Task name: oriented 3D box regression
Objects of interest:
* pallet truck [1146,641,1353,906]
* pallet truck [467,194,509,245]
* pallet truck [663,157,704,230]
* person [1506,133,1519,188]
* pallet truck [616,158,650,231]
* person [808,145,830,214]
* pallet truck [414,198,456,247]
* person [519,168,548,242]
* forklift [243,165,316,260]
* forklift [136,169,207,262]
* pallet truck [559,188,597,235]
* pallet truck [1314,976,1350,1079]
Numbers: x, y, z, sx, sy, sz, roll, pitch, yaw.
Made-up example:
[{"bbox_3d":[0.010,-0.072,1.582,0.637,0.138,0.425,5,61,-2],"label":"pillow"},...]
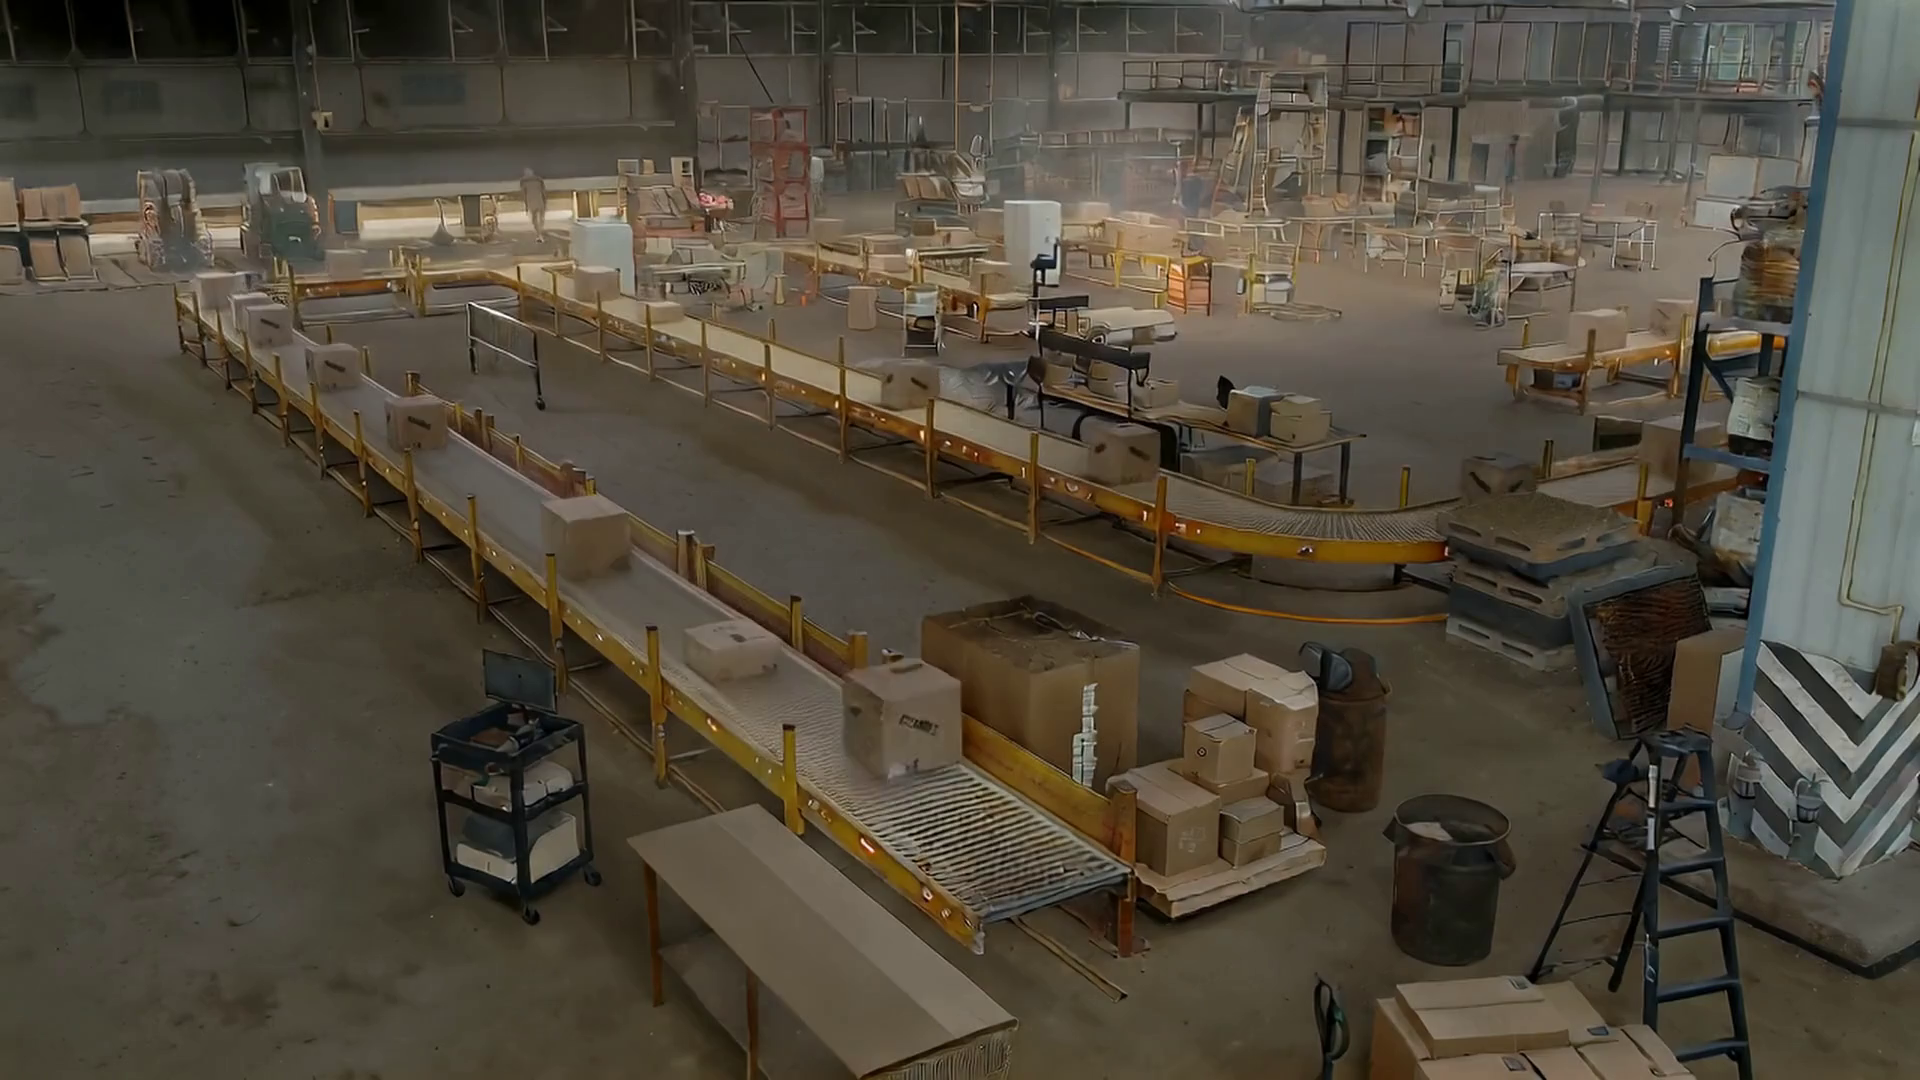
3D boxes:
[{"bbox_3d":[1.664,1.407,10.232,1.630,1.274,0.653,-10,20,-31],"label":"pallet truck"},{"bbox_3d":[-11.983,-8.177,42.137,0.704,1.261,1.522,-11,20,-33],"label":"pallet truck"},{"bbox_3d":[-7.586,-9.308,44.692,0.823,1.965,1.885,-11,20,-33],"label":"pallet truck"},{"bbox_3d":[19.192,-13.128,57.623,0.560,1.865,0.611,-3,17,-9],"label":"person"},{"bbox_3d":[-8.918,-9.176,44.255,0.823,1.965,1.885,-9,19,-27],"label":"pallet truck"},{"bbox_3d":[-4.201,-10.603,48.966,0.628,2.020,0.736,-16,23,-43],"label":"person"},{"bbox_3d":[-13.250,-8.060,41.856,0.680,1.201,1.601,-10,20,-31],"label":"pallet truck"},{"bbox_3d":[-10.860,-8.548,42.409,0.675,1.853,0.950,-5,18,-17],"label":"person"},{"bbox_3d":[-15.898,-7.669,38.708,1.157,1.987,2.680,-11,20,-33],"label":"forklift"},{"bbox_3d":[-17.842,-7.318,37.559,1.157,1.987,2.680,-10,20,-31],"label":"forklift"},{"bbox_3d":[-10.010,-8.652,43.699,0.653,1.274,1.630,-10,20,-31],"label":"pallet truck"},{"bbox_3d":[2.299,2.390,7.086,1.601,1.201,0.680,-2,17,-7],"label":"pallet truck"}]
